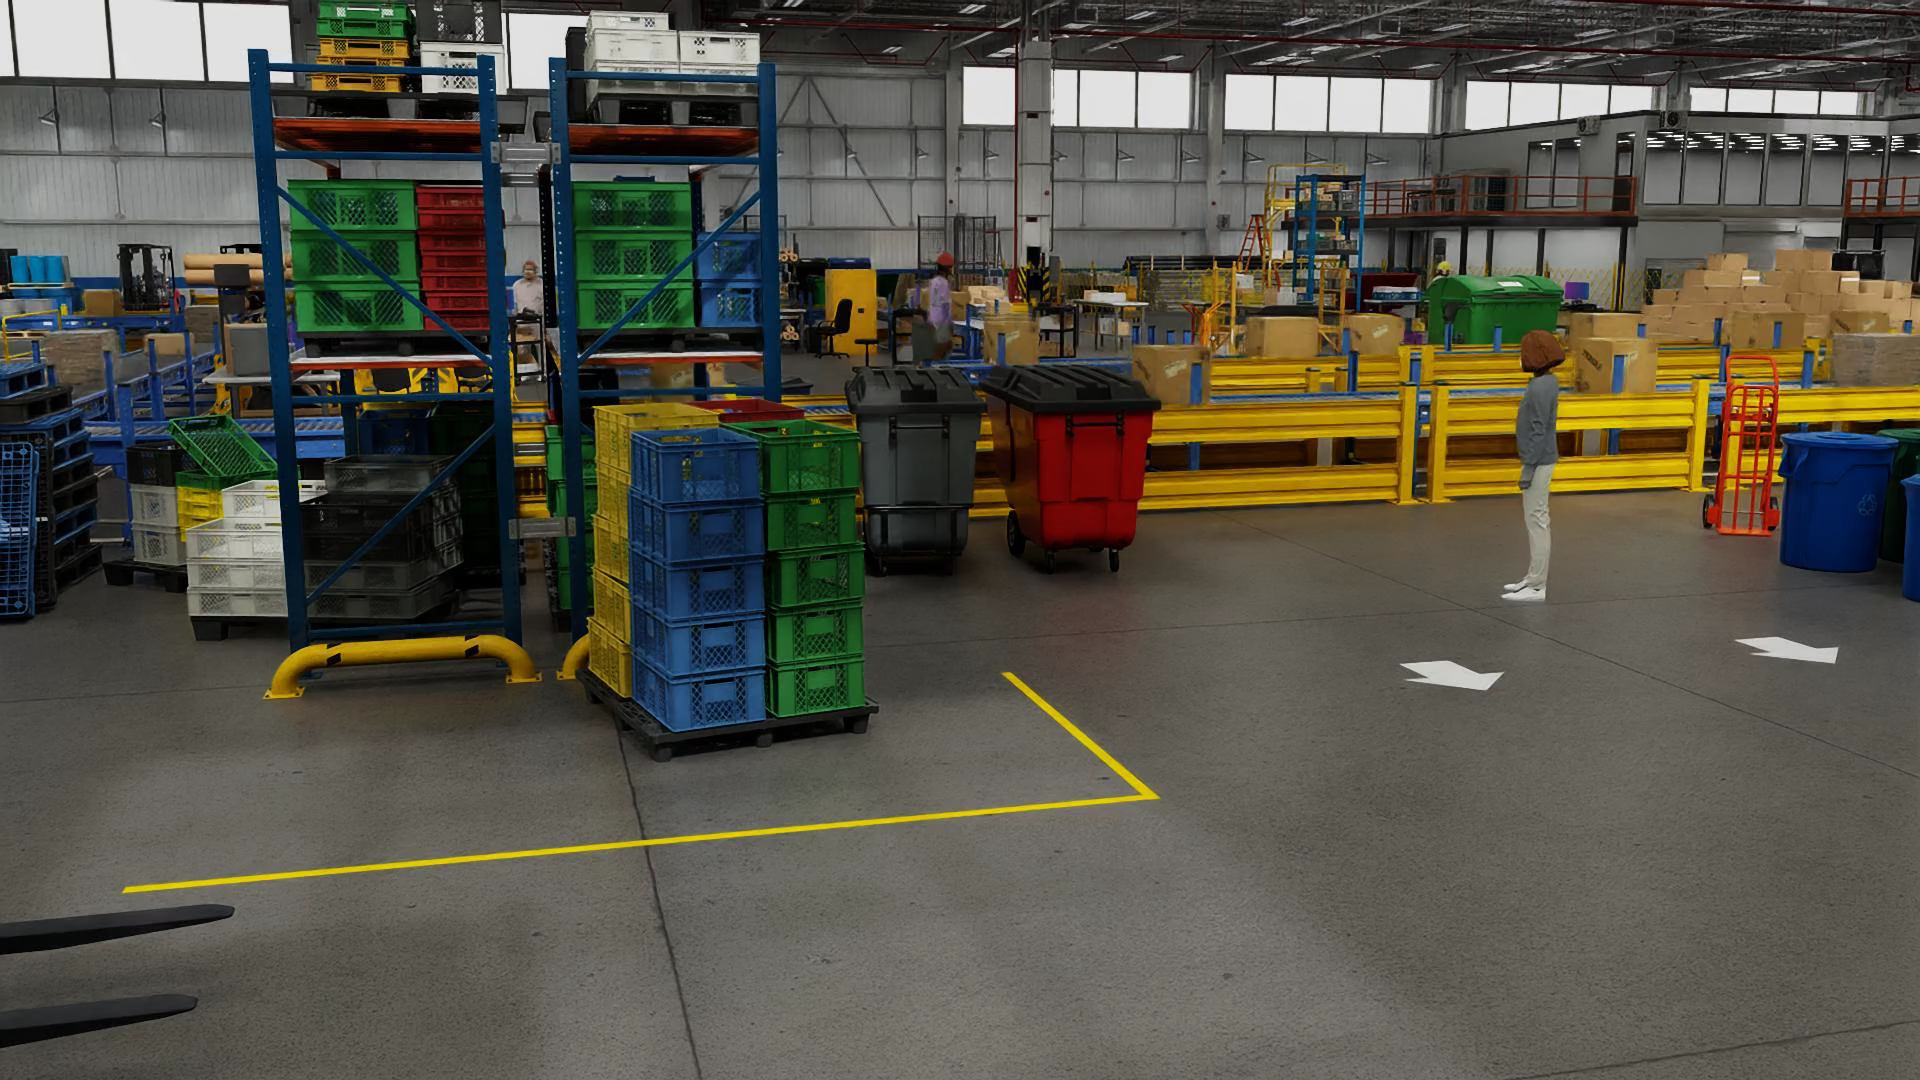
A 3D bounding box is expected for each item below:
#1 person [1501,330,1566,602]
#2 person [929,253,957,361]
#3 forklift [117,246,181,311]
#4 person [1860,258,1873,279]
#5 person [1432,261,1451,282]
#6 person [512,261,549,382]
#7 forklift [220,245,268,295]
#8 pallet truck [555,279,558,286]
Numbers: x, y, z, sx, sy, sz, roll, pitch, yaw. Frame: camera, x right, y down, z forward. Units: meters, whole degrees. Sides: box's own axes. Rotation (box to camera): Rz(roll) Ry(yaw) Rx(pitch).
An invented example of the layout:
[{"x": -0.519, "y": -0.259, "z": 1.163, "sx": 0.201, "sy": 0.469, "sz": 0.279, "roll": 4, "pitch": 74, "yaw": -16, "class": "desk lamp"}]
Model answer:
[{"x": 3.453, "y": -0.444, "z": 10.003, "sx": 0.289, "sy": 1.633, "sz": 0.498, "roll": 4, "pitch": 11, "yaw": 22, "class": "person"}, {"x": -0.266, "y": -3.352, "z": 25.380, "sx": 0.455, "sy": 2.022, "sz": 0.630, "roll": -2, "pitch": 10, "yaw": -11, "class": "person"}, {"x": -19.966, "y": -6.232, "z": 40.894, "sx": 1.157, "sy": 1.987, "sz": 2.680, "roll": -3, "pitch": 10, "yaw": -15, "class": "forklift"}, {"x": 24.904, "y": -6.857, "z": 45.843, "sx": 0.959, "sy": 1.806, "sz": 0.511, "roll": 5, "pitch": 11, "yaw": 26, "class": "person"}, {"x": 9.513, "y": -4.576, "z": 32.826, "sx": 0.404, "sy": 1.835, "sz": 0.592, "roll": -2, "pitch": 10, "yaw": -9, "class": "person"}, {"x": -6.748, "y": -3.440, "z": 26.225, "sx": 0.646, "sy": 1.901, "sz": 0.401, "roll": 1, "pitch": 10, "yaw": 8, "class": "person"}, {"x": -17.749, "y": -6.334, "z": 41.440, "sx": 1.157, "sy": 1.987, "sz": 2.680, "roll": -3, "pitch": 10, "yaw": -17, "class": "forklift"}, {"x": -10.604, "y": -6.375, "z": 44.520, "sx": 0.653, "sy": 1.274, "sz": 1.630, "roll": -3, "pitch": 10, "yaw": -15, "class": "pallet truck"}]
